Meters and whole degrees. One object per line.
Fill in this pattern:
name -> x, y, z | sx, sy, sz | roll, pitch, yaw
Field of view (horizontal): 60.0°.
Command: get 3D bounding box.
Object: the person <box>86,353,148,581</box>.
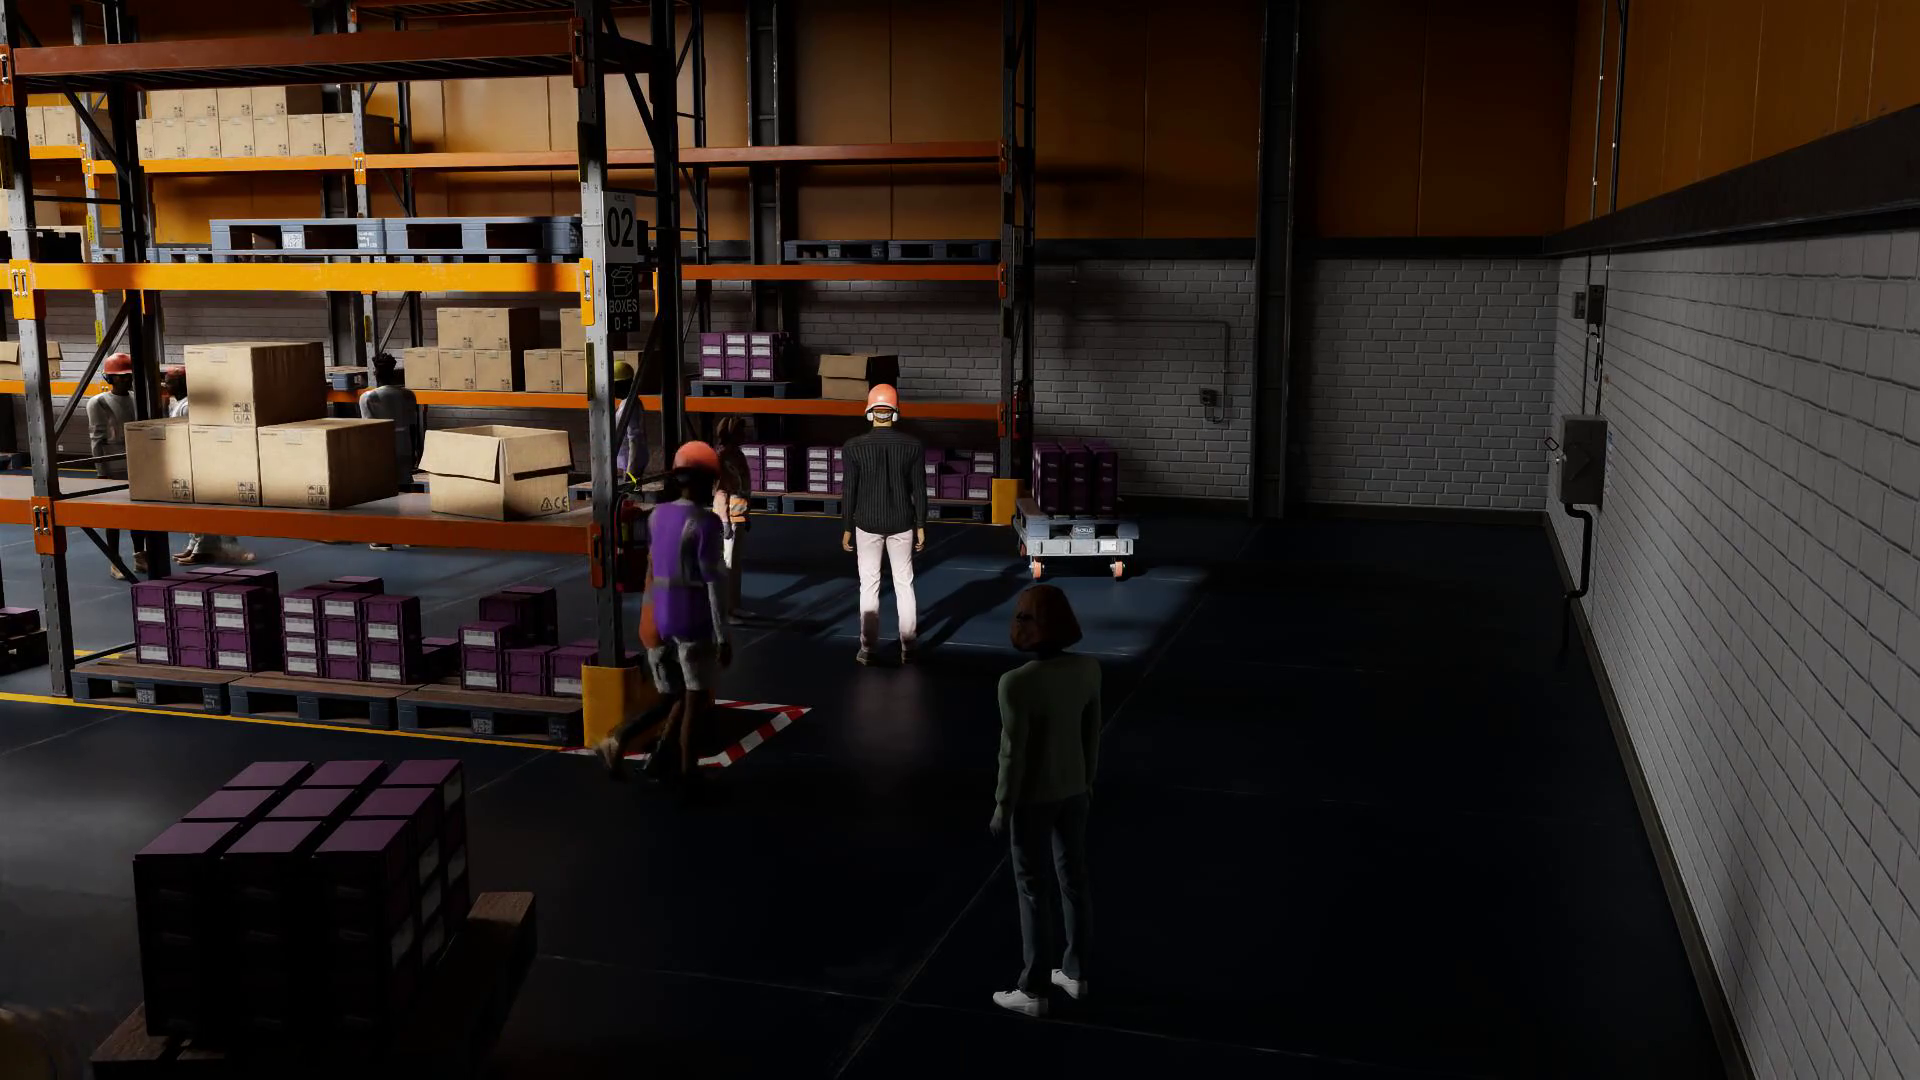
person -> -7.519, -0.665, 15.023 | 0.377, 2.044, 0.608 | 4, 10, 26

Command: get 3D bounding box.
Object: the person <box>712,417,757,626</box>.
person -> -1.804, -0.155, 13.143 | 0.308, 1.641, 0.511 | 2, 10, 11

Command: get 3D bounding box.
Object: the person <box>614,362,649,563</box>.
person -> -3.146, -0.730, 15.789 | 0.383, 1.922, 0.587 | -2, 10, -12

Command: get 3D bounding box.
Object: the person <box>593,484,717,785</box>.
person -> -1.639, 0.525, 8.946 | 0.551, 1.666, 0.549 | -1, 9, -5

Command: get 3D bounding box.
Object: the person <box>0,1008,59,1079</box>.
person -> -1.657, 1.466, 2.731 | 0.434, 1.818, 0.653 | -2, 9, -11

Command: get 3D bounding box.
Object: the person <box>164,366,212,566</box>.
person -> -7.313, -0.703, 15.735 | 0.341, 1.882, 0.587 | -6, 11, -31

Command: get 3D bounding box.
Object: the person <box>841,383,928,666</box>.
person -> -0.538, -0.107, 11.768 | 0.616, 1.993, 0.395 | -1, 9, -9

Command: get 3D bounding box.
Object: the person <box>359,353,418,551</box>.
person -> -5.680, -0.878, 16.556 | 0.362, 1.965, 0.612 | 8, 12, 39

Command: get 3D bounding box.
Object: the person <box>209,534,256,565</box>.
person -> -6.984, -0.676, 15.801 | 0.791, 1.807, 0.652 | 4, 10, 22

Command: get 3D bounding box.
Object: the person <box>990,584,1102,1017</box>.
person -> 0.325, 0.975, 6.272 | 0.507, 1.632, 0.278 | -8, 12, -40

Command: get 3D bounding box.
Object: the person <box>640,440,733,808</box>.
person -> -1.392, 0.441, 8.698 | 0.488, 1.905, 0.645 | -9, 13, -42
